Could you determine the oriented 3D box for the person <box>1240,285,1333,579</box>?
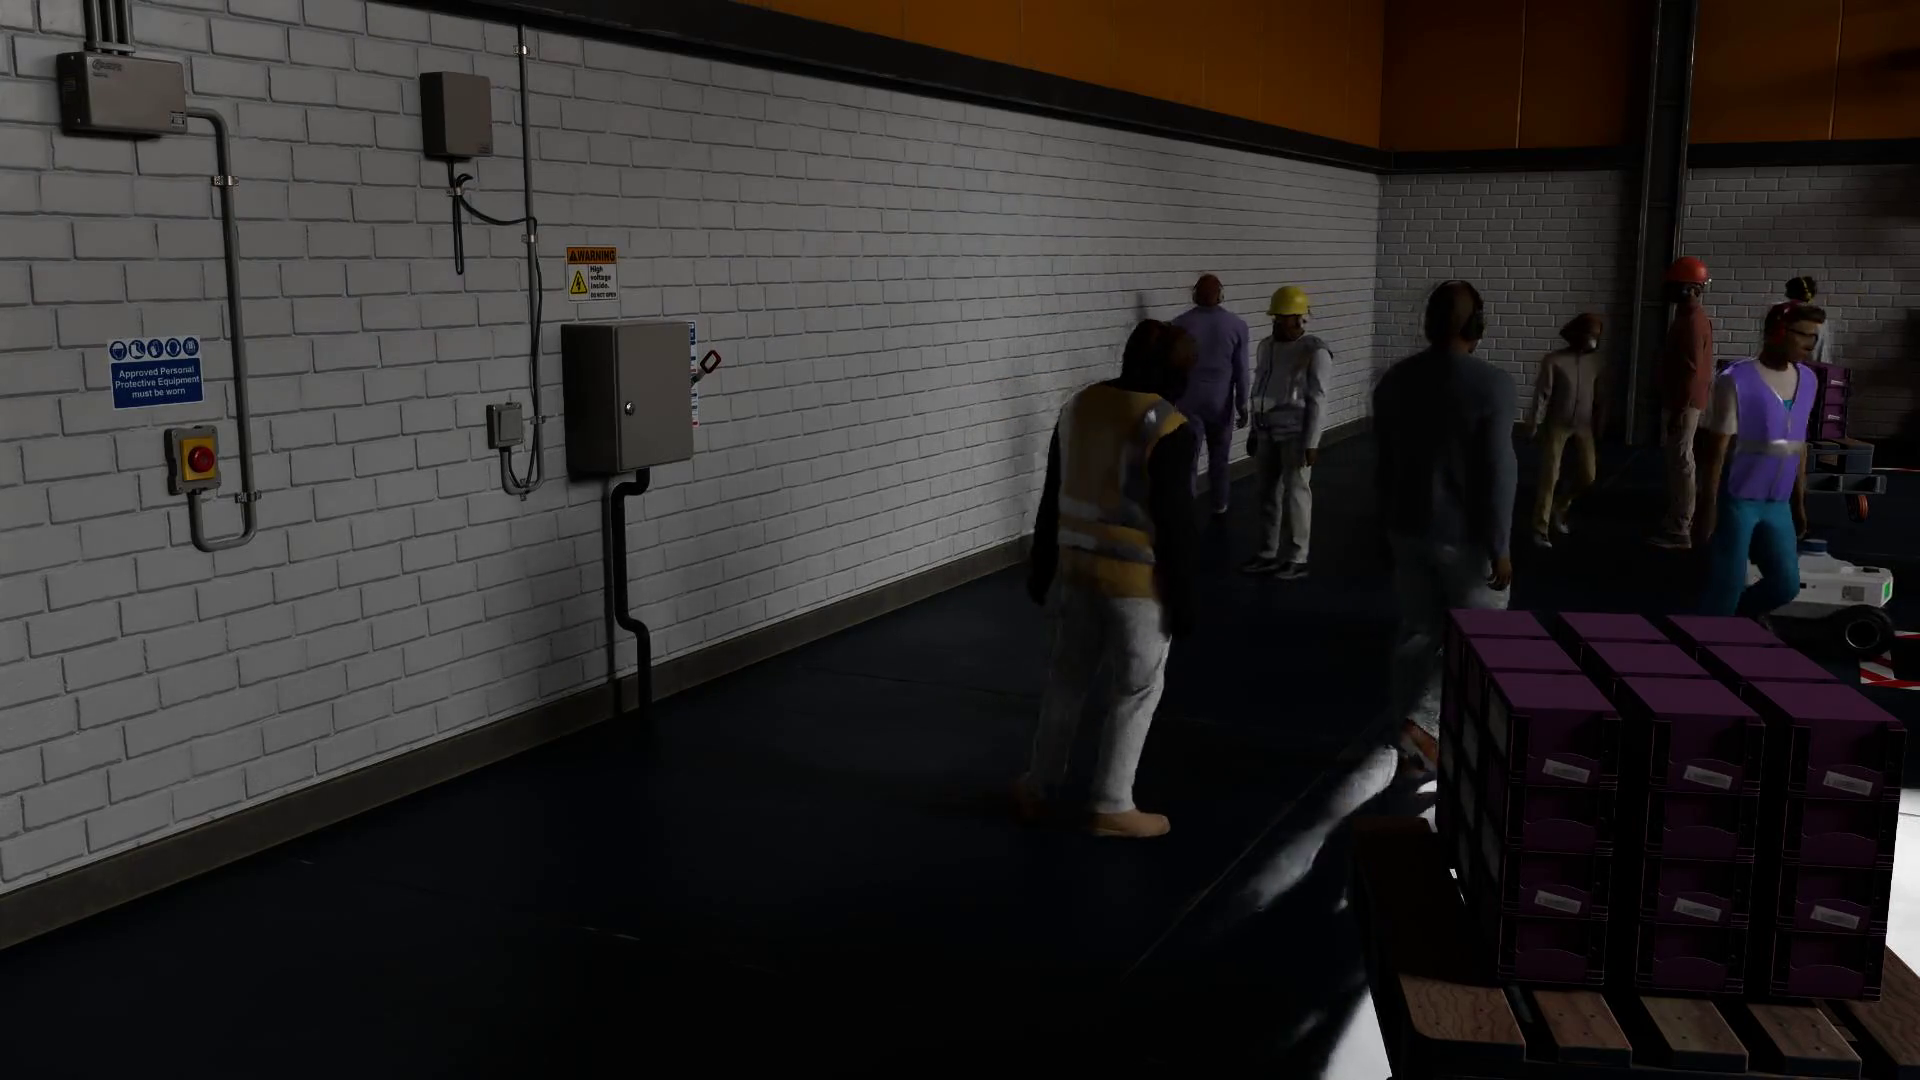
[{"bbox_3d":[2.024,-0.669,10.392,0.403,1.824,0.602,-6,12,-32],"label":"person"}]

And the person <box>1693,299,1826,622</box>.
[{"bbox_3d":[3.510,-0.158,7.419,0.661,1.818,0.497,-4,11,-24],"label":"person"}]

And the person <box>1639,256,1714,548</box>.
[{"bbox_3d":[4.952,-0.941,11.448,0.375,1.997,0.609,4,10,20],"label":"person"}]

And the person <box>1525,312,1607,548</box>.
[{"bbox_3d":[4.157,-0.766,11.532,0.614,1.622,0.450,-1,10,-8],"label":"person"}]

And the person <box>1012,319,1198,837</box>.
[{"bbox_3d":[0.517,0.136,5.798,0.463,1.802,0.765,-8,13,-39],"label":"person"}]

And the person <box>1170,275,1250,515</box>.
[{"bbox_3d":[1.847,-1.061,12.555,0.666,1.864,0.905,2,10,11],"label":"person"}]

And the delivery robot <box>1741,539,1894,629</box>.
[{"bbox_3d":[4.368,0.237,8.526,0.707,0.478,0.477,5,11,25],"label":"delivery robot"}]

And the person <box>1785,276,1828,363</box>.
[{"bbox_3d":[7.153,-1.316,14.134,0.709,1.818,0.515,3,10,17],"label":"person"}]

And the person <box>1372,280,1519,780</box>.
[{"bbox_3d":[1.814,-0.014,6.287,0.457,1.921,0.647,-7,12,-35],"label":"person"}]
